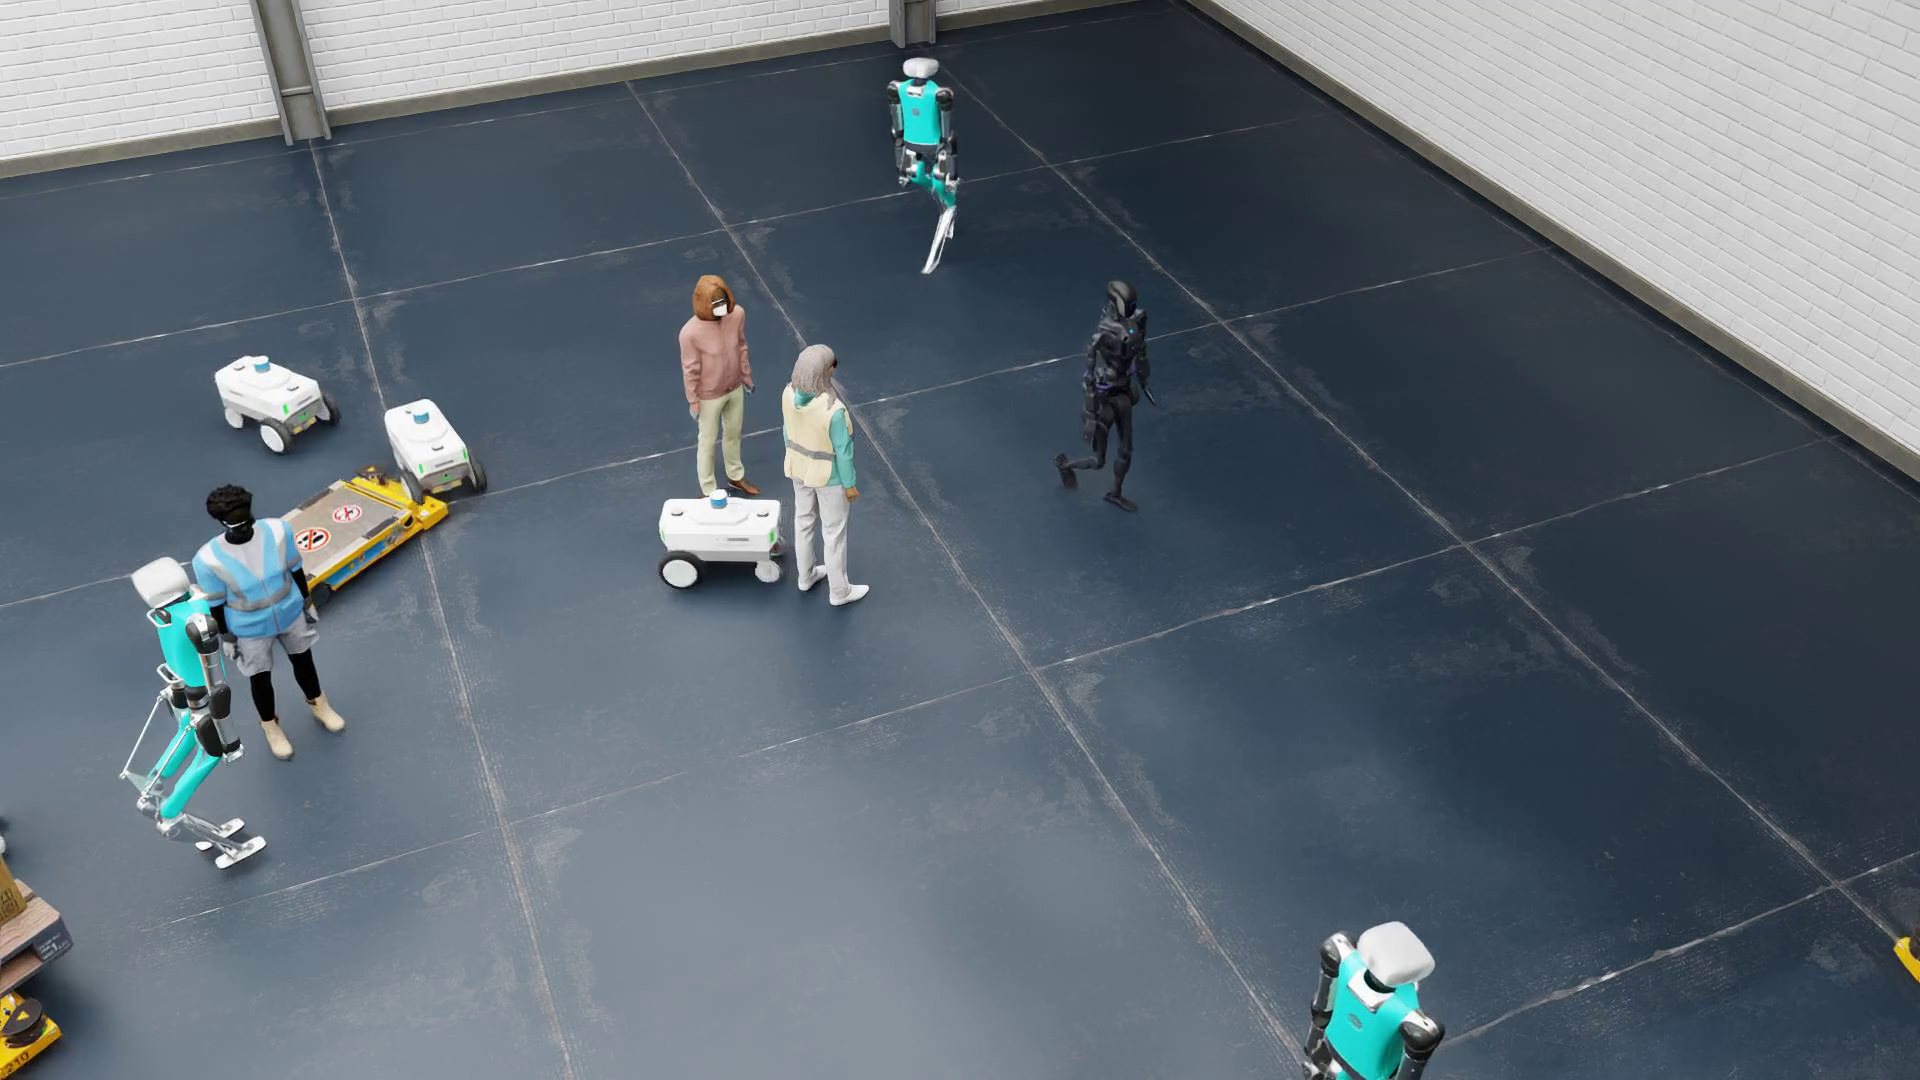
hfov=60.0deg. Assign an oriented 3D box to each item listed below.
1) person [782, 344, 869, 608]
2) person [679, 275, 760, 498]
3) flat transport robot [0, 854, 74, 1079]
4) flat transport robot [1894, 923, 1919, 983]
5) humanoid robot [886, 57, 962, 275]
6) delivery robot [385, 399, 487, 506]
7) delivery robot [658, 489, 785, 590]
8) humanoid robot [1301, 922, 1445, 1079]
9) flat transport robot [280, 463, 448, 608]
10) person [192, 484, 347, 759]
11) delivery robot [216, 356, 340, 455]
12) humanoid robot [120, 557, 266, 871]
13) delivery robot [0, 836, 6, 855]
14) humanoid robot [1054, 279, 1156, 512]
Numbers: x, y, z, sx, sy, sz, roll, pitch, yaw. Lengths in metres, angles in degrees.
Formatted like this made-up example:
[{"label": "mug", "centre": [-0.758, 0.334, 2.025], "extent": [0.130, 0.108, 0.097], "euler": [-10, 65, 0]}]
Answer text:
[{"label": "person", "centre": [-0.809, -0.357, 9.555], "extent": [0.477, 1.708, 0.362], "euler": [26, 44, 29]}, {"label": "person", "centre": [-1.491, -0.921, 10.350], "extent": [0.265, 1.631, 0.506], "euler": [30, 46, 33]}, {"label": "flat transport robot", "centre": [-4.812, 2.083, 7.562], "extent": [1.431, 0.231, 0.659], "euler": [23, 43, 27]}, {"label": "flat transport robot", "centre": [4.898, 2.257, 7.336], "extent": [0.659, 0.231, 1.431], "euler": [-8, 38, -11]}, {"label": "humanoid robot", "centre": [-0.154, -3.006, 13.001], "extent": [0.554, 1.786, 0.930], "euler": [14, 40, 18]}, {"label": "delivery robot", "centre": [-3.442, -0.573, 10.800], "extent": [0.499, 0.613, 0.811], "euler": [-22, 43, -26]}, {"label": "delivery robot", "centre": [-1.462, -0.031, 10.092], "extent": [0.807, 0.609, 0.499], "euler": [1, 38, 1]}, {"label": "humanoid robot", "centre": [1.730, 2.039, 6.482], "extent": [0.828, 1.853, 0.553], "euler": [-23, 43, -27]}, {"label": "flat transport robot", "centre": [-3.910, 0.038, 10.224], "extent": [0.659, 0.231, 1.431], "euler": [20, 42, 24]}, {"label": "person", "centre": [-3.575, 0.410, 8.571], "extent": [0.533, 1.691, 0.320], "euler": [-30, 47, -33]}, {"label": "delivery robot", "centre": [-4.657, -0.955, 11.294], "extent": [0.797, 0.608, 0.499], "euler": [19, 42, 23]}, {"label": "humanoid robot", "centre": [-3.713, 0.903, 7.812], "extent": [0.530, 1.705, 0.708], "euler": [30, 47, 33]}, {"label": "delivery robot", "centre": [-5.199, 1.421, 8.189], "extent": [0.769, 0.594, 0.499], "euler": [-20, 42, -24]}, {"label": "humanoid robot", "centre": [0.908, -0.935, 10.342], "extent": [0.523, 1.645, 0.602], "euler": [31, 47, 34]}]
